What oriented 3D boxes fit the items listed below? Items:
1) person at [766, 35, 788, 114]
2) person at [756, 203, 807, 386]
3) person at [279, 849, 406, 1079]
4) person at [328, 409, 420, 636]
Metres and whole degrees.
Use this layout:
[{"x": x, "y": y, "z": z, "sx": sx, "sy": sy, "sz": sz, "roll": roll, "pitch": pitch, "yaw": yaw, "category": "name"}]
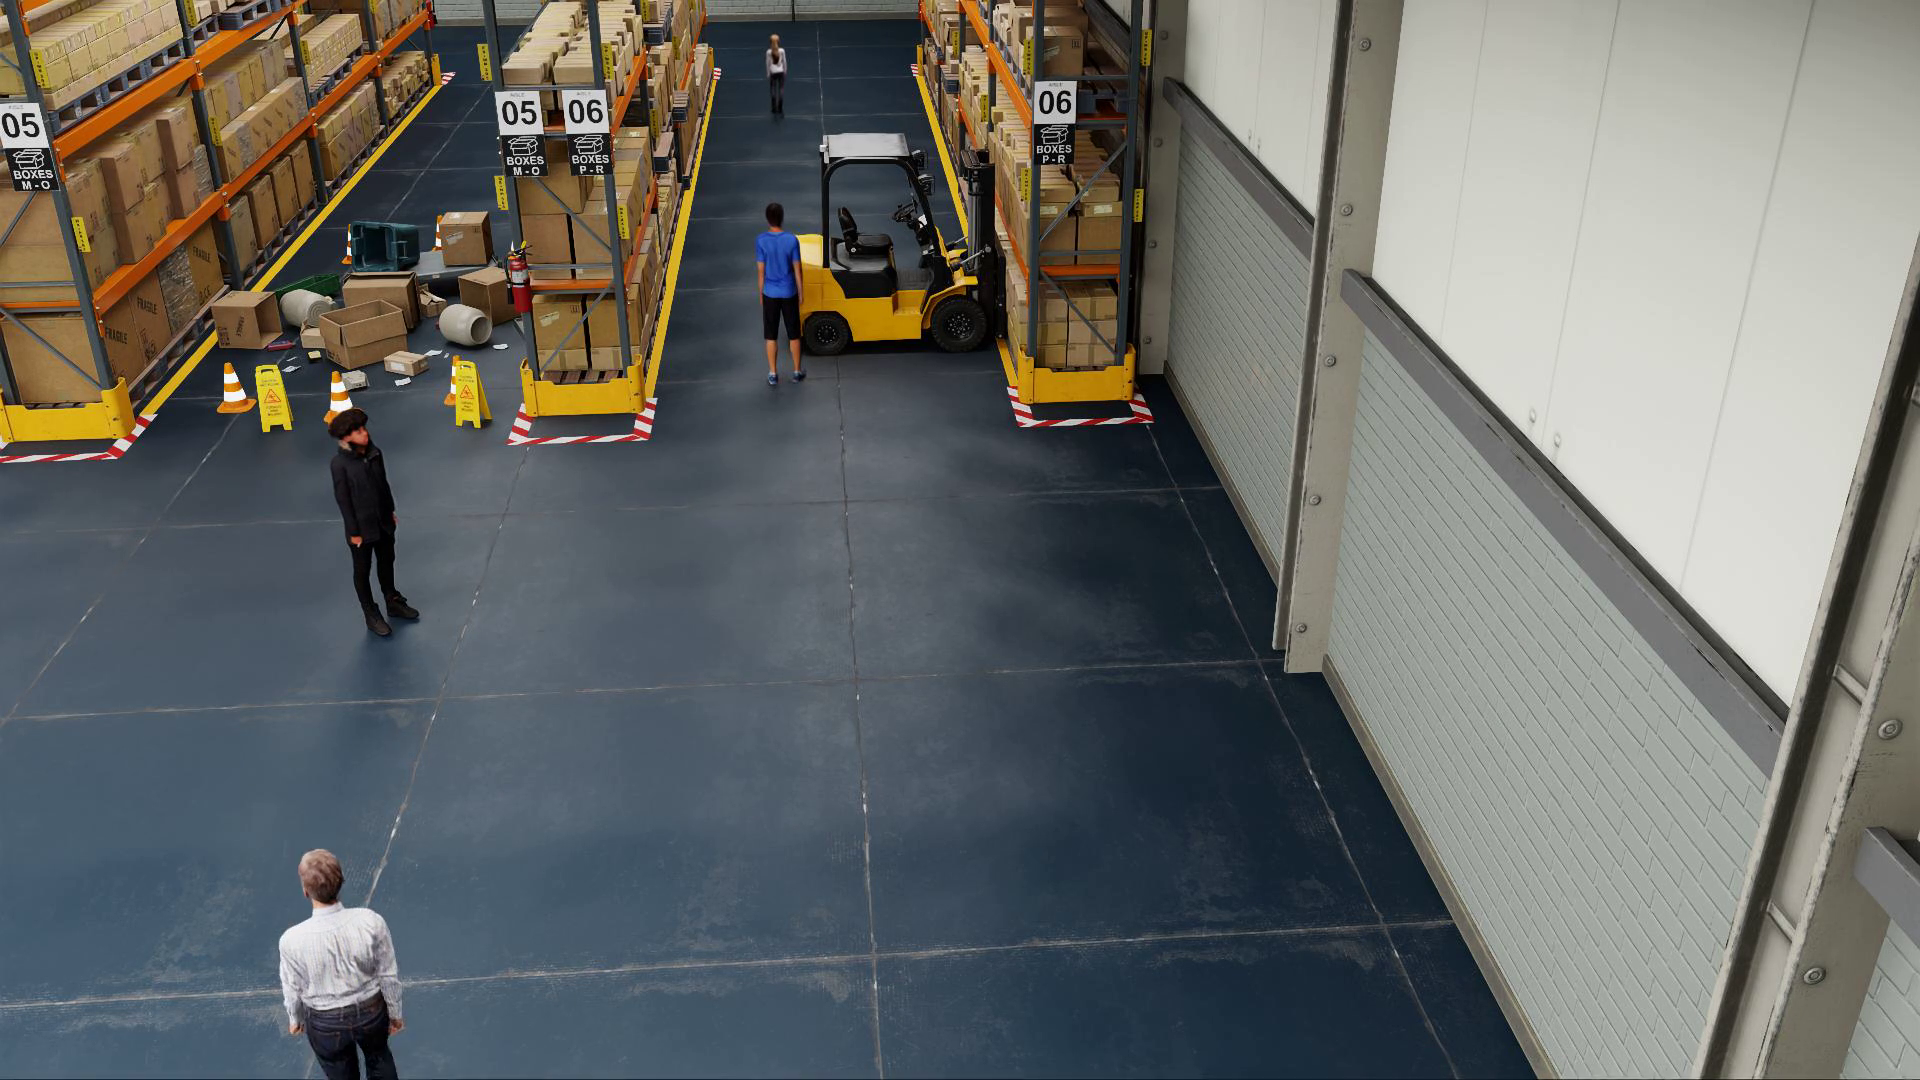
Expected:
[{"x": -3.084, "y": -7.852, "z": 28.068, "sx": 0.485, "sy": 1.254, "sz": 0.840, "roll": -2, "pitch": 27, "yaw": -4, "category": "person"}, {"x": -1.846, "y": -2.516, "z": 17.037, "sx": 0.597, "sy": 1.865, "sz": 0.527, "roll": -2, "pitch": 27, "yaw": -5, "category": "person"}, {"x": -2.848, "y": 2.285, "z": 7.788, "sx": 0.820, "sy": 1.798, "sz": 0.884, "roll": -17, "pitch": 32, "yaw": -29, "category": "person"}, {"x": -4.477, "y": -0.163, "z": 12.560, "sx": 0.798, "sy": 1.781, "sz": 0.719, "roll": 15, "pitch": 31, "yaw": 27, "category": "person"}]
